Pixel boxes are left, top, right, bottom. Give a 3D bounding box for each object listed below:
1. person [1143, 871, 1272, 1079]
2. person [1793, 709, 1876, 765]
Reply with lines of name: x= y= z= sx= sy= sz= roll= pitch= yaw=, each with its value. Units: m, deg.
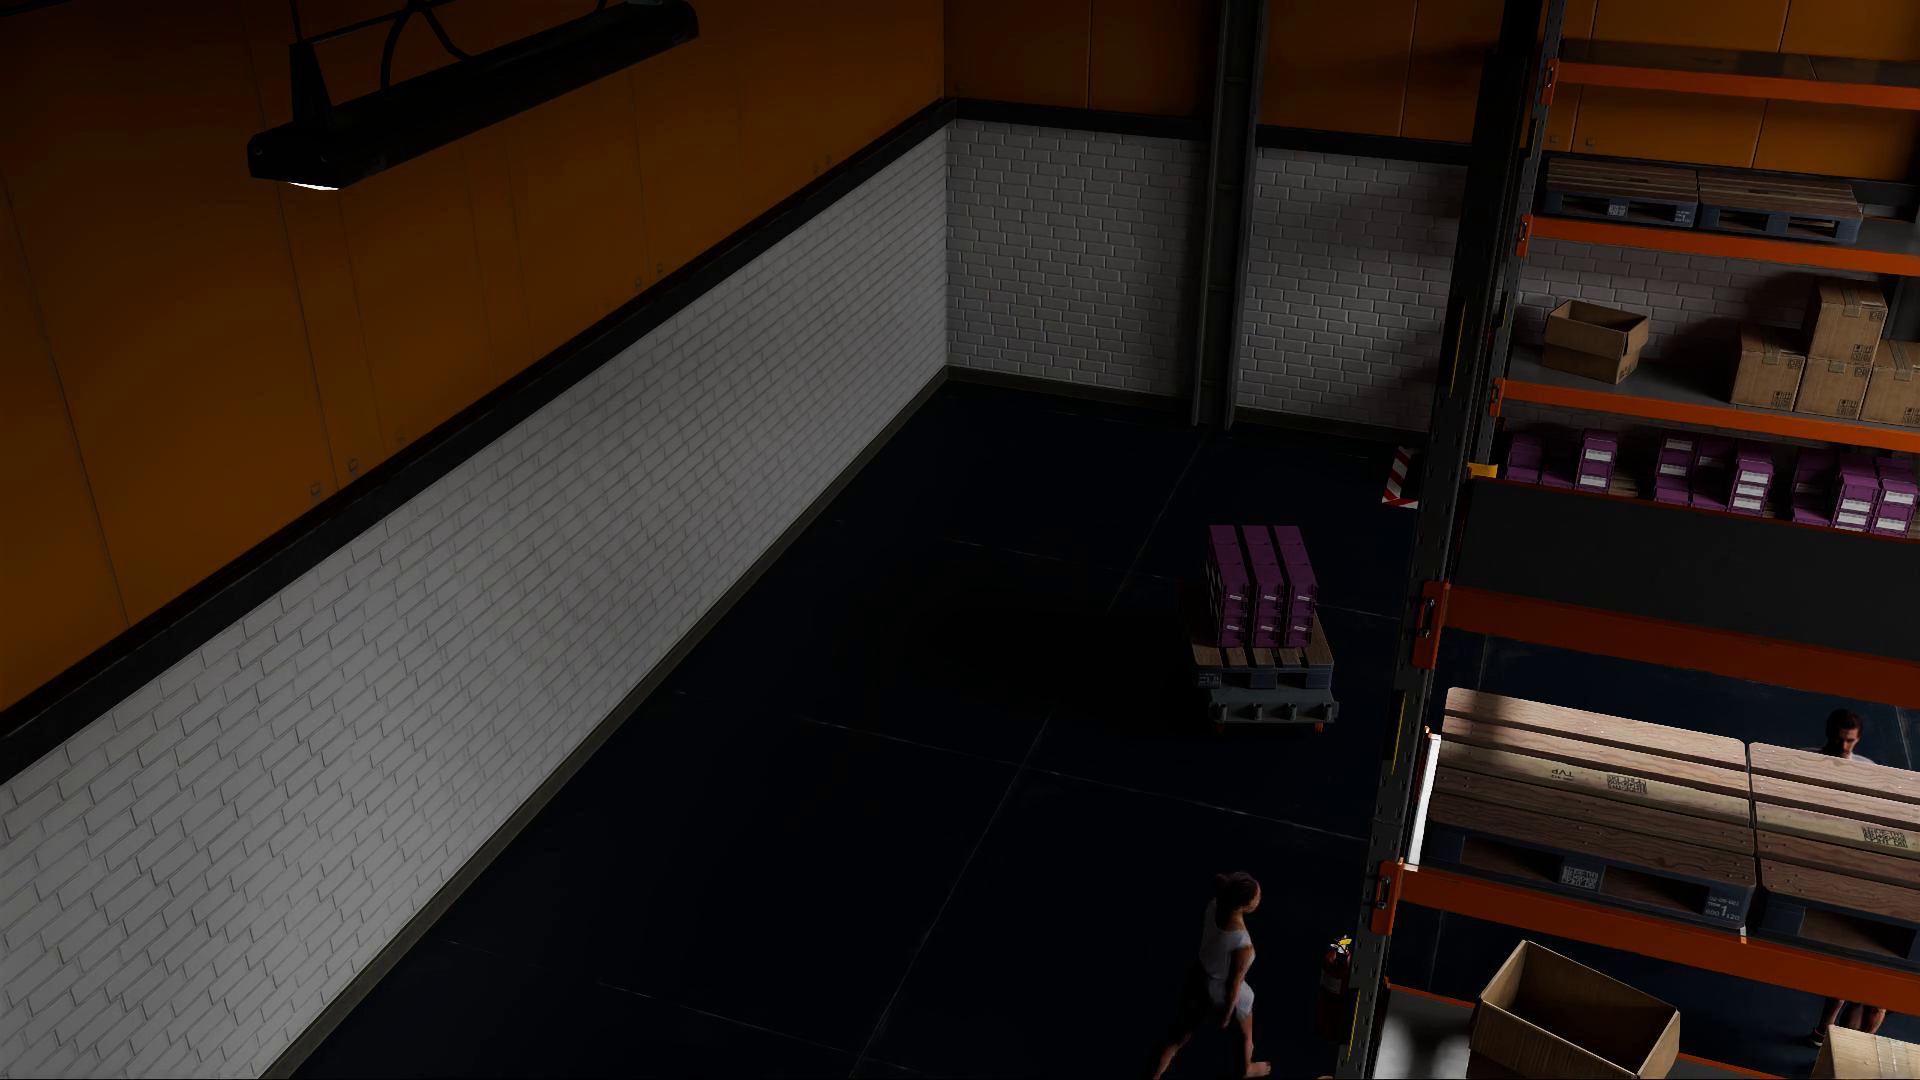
person: x=1.291 y=2.415 z=8.841 sx=1.090 sy=1.582 sz=1.087 roll=-16 pitch=32 yaw=-27
person: x=4.968 y=1.768 z=9.745 sx=0.524 sy=1.853 sz=0.747 roll=8 pitch=30 yaw=14
